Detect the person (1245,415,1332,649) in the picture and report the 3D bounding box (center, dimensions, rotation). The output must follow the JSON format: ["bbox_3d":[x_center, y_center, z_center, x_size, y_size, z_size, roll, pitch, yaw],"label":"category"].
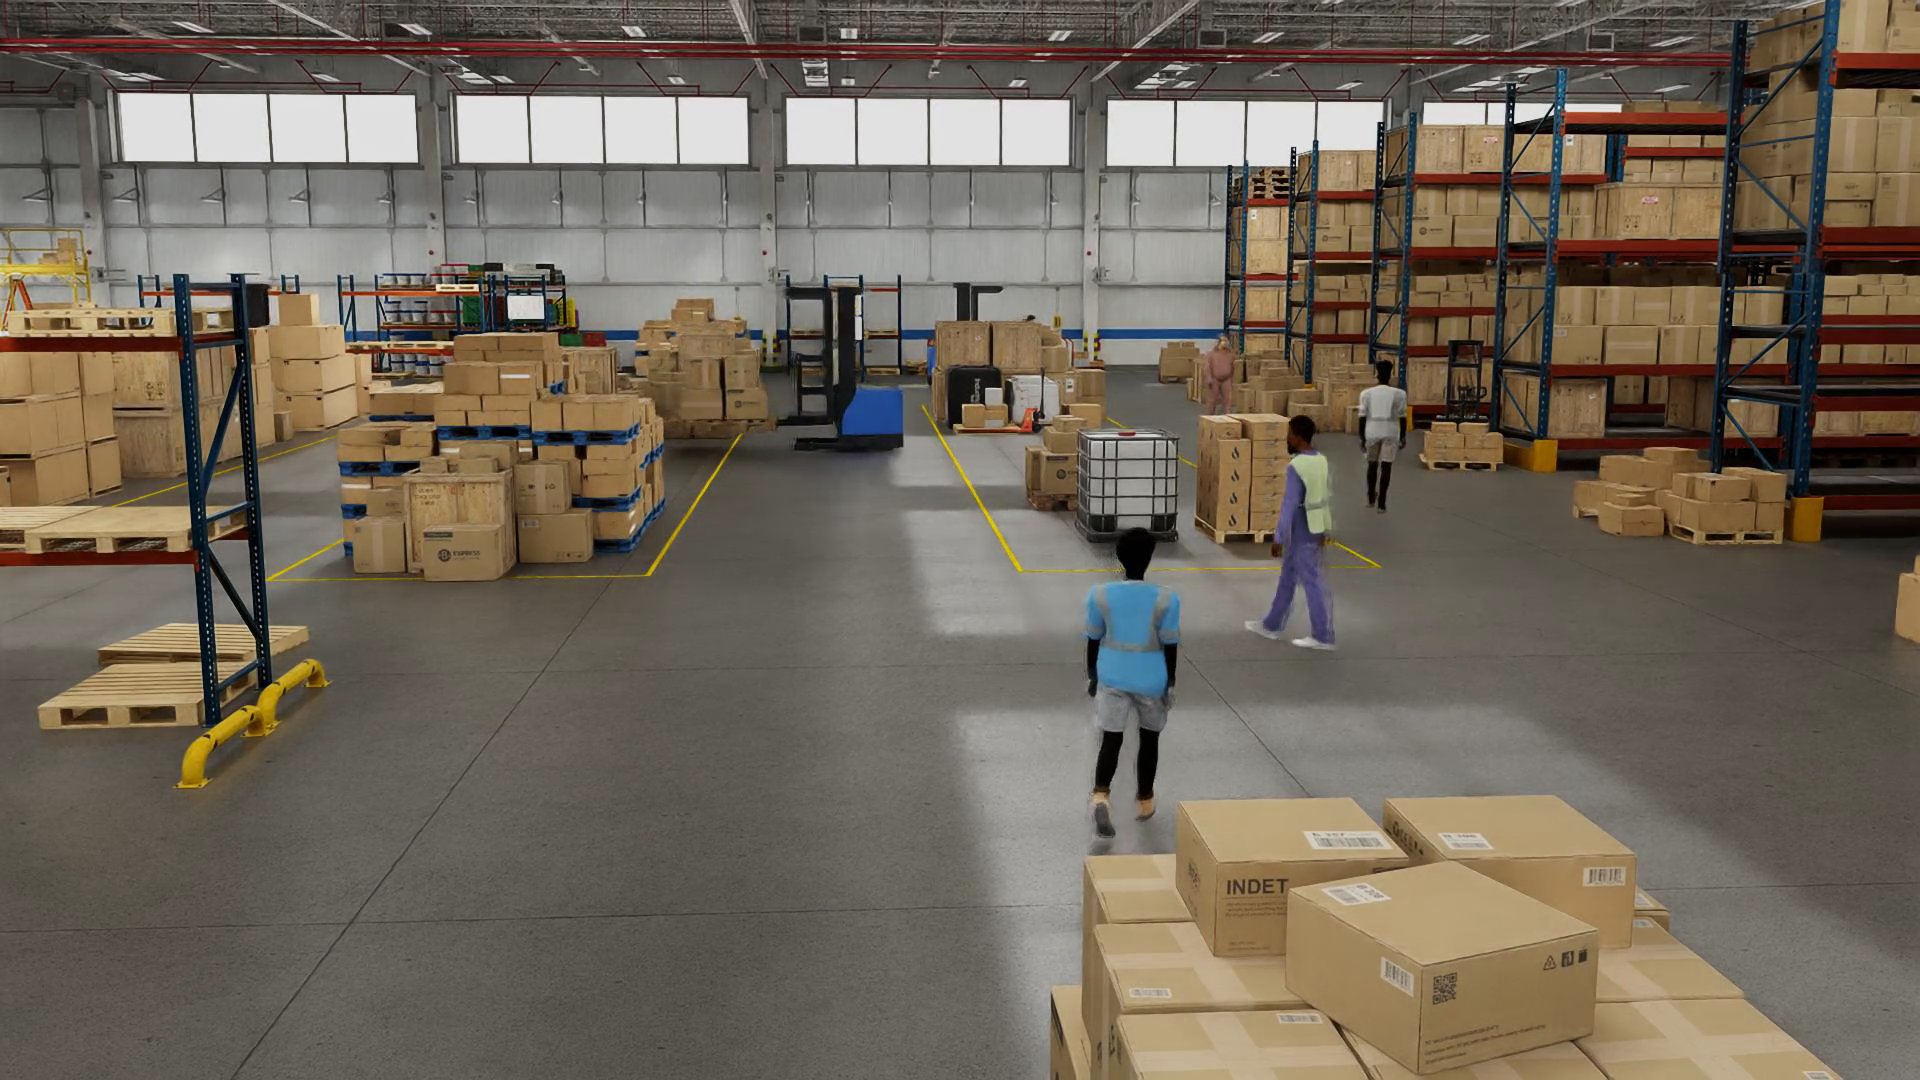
[{"bbox_3d":[2.661,-0.068,13.549,0.883,1.885,0.620,5,11,31],"label":"person"}]

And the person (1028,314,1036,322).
[{"bbox_3d":[2.065,-5.411,47.017,0.674,1.914,0.621,1,9,7],"label":"person"}]

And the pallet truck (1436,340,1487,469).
[{"bbox_3d":[8.004,-2.170,26.422,0.823,1.965,1.885,2,9,14],"label":"pallet truck"}]

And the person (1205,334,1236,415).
[{"bbox_3d":[5.121,-3.094,32.627,0.641,1.872,0.937,-1,9,-7],"label":"person"}]

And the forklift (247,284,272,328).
[{"bbox_3d":[-16.080,-4.509,38.341,1.873,2.768,1.129,-2,9,-12],"label":"forklift"}]

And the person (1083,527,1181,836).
[{"bbox_3d":[0.917,0.768,8.997,0.538,1.674,0.727,3,9,17],"label":"person"}]

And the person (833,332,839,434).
[{"bbox_3d":[-2.285,-3.000,31.704,0.610,1.972,0.499,3,9,16],"label":"person"}]

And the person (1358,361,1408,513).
[{"bbox_3d":[5.445,-1.338,21.413,0.603,1.916,1.007,3,10,21],"label":"person"}]

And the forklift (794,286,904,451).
[{"bbox_3d":[-1.923,-2.969,28.670,1.873,2.768,1.129,-1,9,-4],"label":"forklift"}]

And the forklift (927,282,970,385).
[{"bbox_3d":[0.071,-5.570,45.004,1.873,2.768,1.129,-1,9,-4],"label":"forklift"}]
